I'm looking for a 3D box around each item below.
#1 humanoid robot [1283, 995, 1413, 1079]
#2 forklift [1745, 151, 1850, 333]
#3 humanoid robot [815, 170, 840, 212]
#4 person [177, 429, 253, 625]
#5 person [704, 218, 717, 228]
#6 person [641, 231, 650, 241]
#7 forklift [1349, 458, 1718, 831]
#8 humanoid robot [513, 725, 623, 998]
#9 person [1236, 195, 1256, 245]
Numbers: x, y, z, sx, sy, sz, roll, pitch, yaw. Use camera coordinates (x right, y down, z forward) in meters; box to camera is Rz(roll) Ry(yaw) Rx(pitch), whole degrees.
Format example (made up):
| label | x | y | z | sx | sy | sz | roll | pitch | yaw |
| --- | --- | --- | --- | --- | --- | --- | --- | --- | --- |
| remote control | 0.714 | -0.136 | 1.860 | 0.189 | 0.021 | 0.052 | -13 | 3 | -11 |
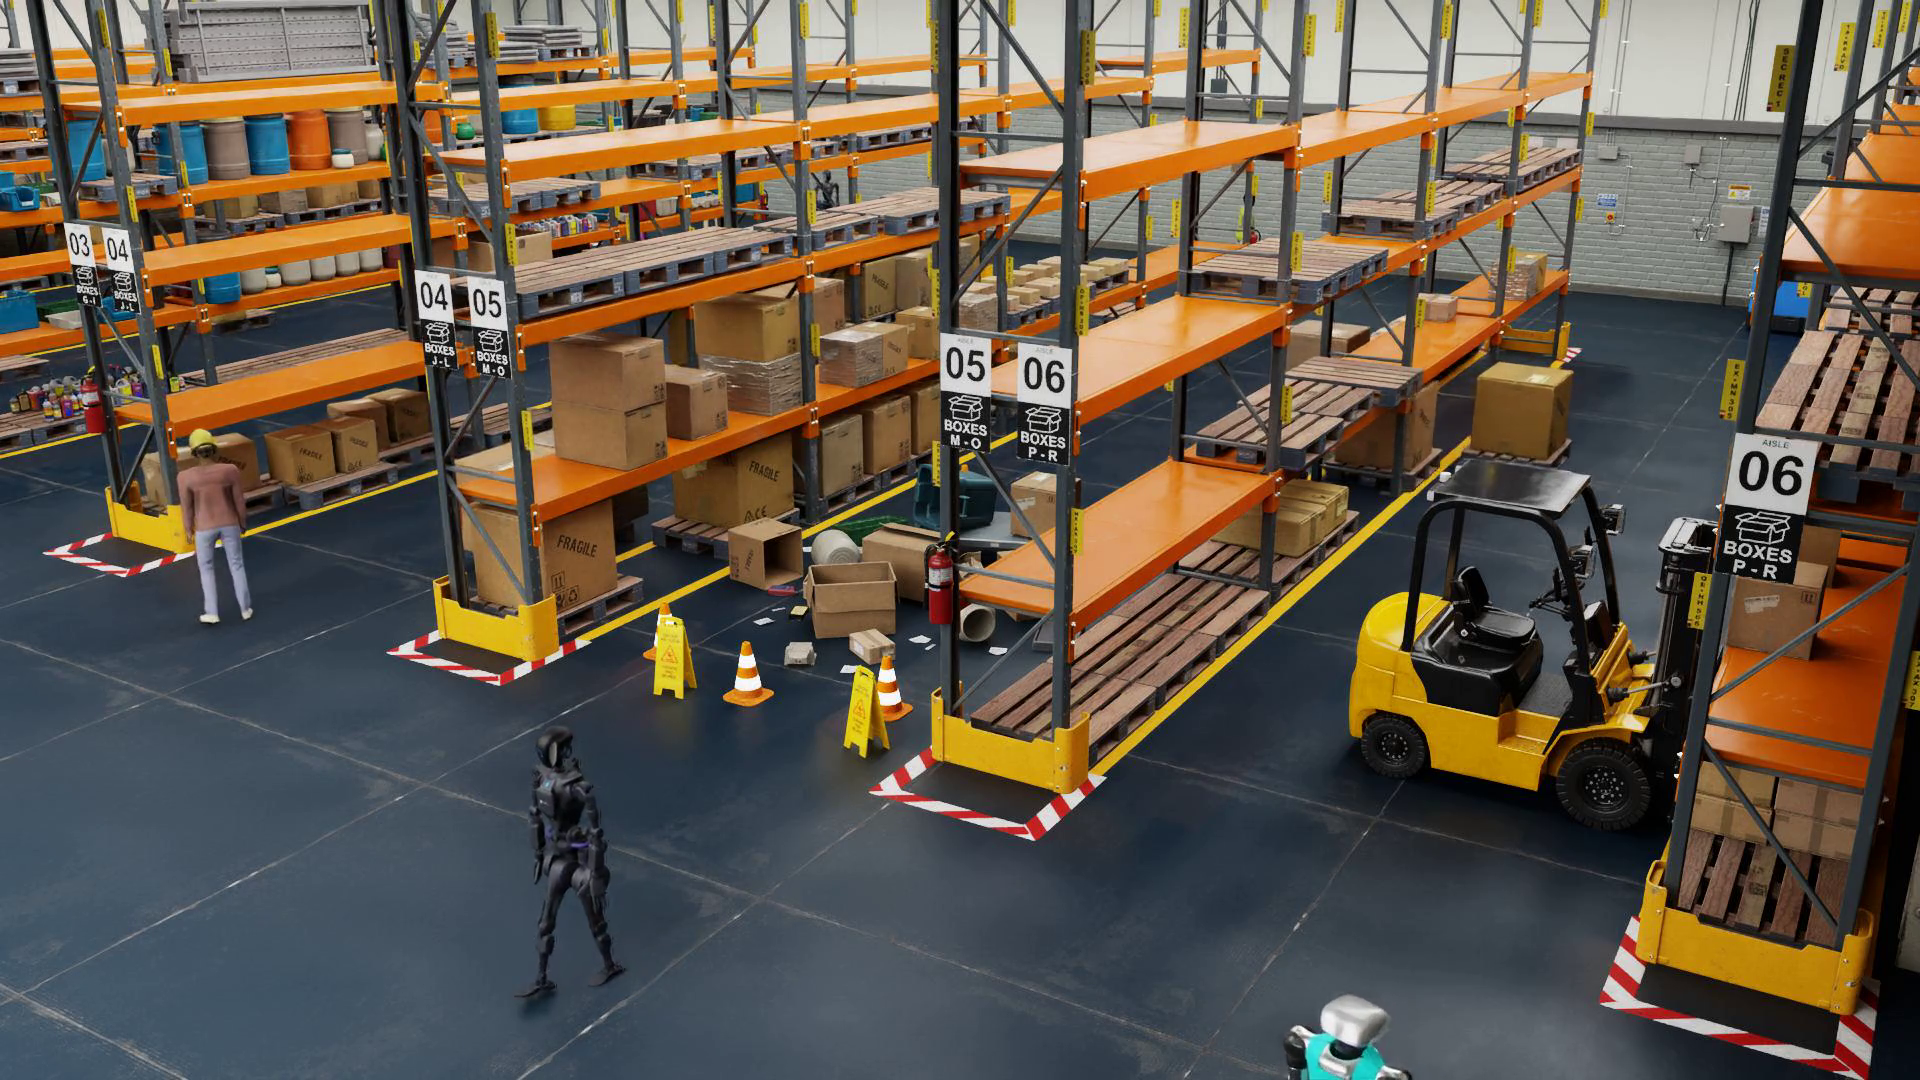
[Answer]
| label | x | y | z | sx | sy | sz | roll | pitch | yaw |
| --- | --- | --- | --- | --- | --- | --- | --- | --- | --- |
| humanoid robot | 1.666 | 2.587 | 6.873 | 0.530 | 1.773 | 0.737 | 16 | 24 | 38 |
| forklift | 13.620 | -4.667 | 26.137 | 1.873 | 2.768 | 1.129 | 11 | 22 | 29 |
| humanoid robot | -2.708 | -6.747 | 34.019 | 0.610 | 1.619 | 0.760 | -10 | 22 | -27 |
| person | -6.584 | -0.125 | 14.717 | 0.529 | 1.752 | 0.366 | -11 | 22 | -29 |
| person | -5.241 | -7.062 | 34.863 | 0.489 | 1.688 | 0.348 | -6 | 20 | -16 |
| person | -6.529 | -6.782 | 33.941 | 0.530 | 1.767 | 0.786 | -2 | 19 | -5 |
| forklift | 3.988 | 0.658 | 11.776 | 2.313 | 2.155 | 1.214 | 11 | 22 | 29 |
| humanoid robot | -2.199 | 1.812 | 9.251 | 0.589 | 1.637 | 0.661 | 13 | 23 | 32 |
| person | 5.207 | -5.502 | 30.350 | 0.320 | 1.686 | 0.538 | -2 | 19 | -5 |
